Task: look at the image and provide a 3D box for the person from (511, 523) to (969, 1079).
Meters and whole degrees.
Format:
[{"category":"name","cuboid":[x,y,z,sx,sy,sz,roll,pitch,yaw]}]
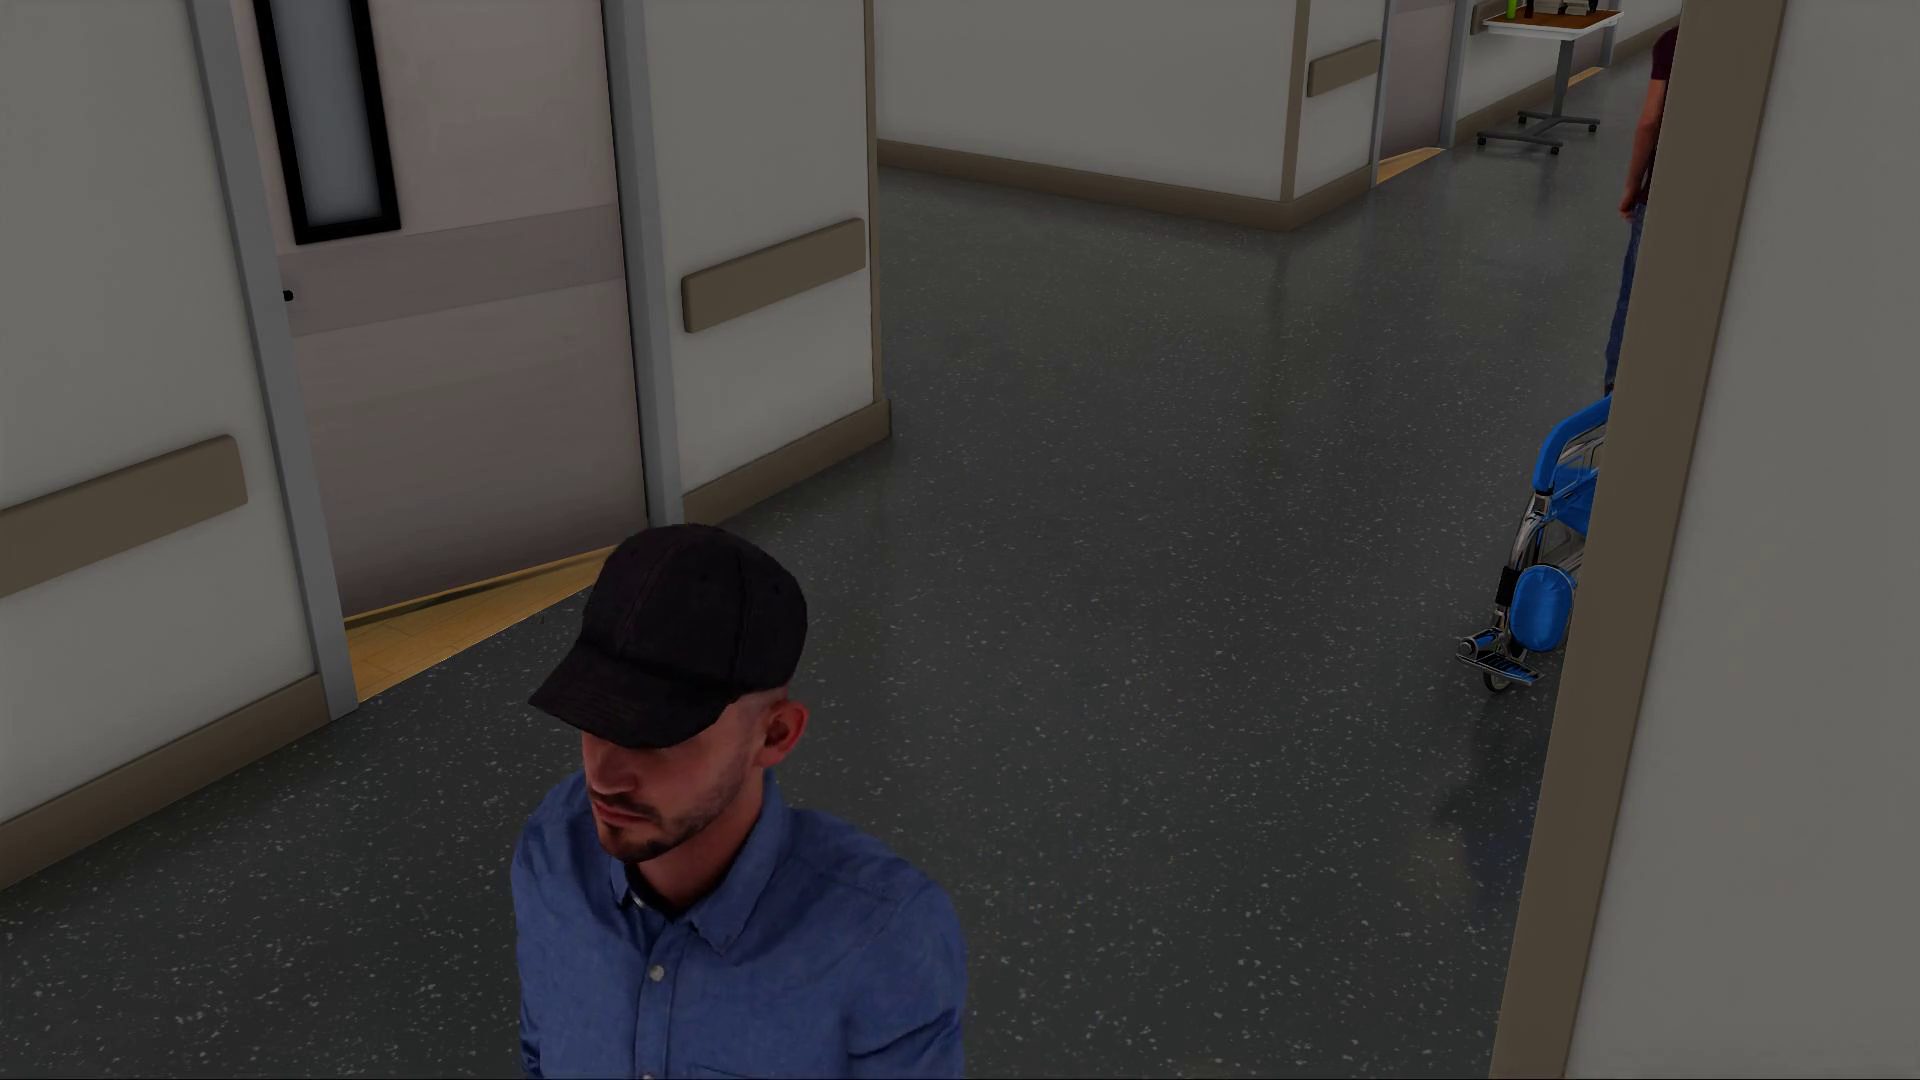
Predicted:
[{"category":"person","cuboid":[-0.206,0.824,1.820,0.755,1.873,0.894,10,27,20]}]
